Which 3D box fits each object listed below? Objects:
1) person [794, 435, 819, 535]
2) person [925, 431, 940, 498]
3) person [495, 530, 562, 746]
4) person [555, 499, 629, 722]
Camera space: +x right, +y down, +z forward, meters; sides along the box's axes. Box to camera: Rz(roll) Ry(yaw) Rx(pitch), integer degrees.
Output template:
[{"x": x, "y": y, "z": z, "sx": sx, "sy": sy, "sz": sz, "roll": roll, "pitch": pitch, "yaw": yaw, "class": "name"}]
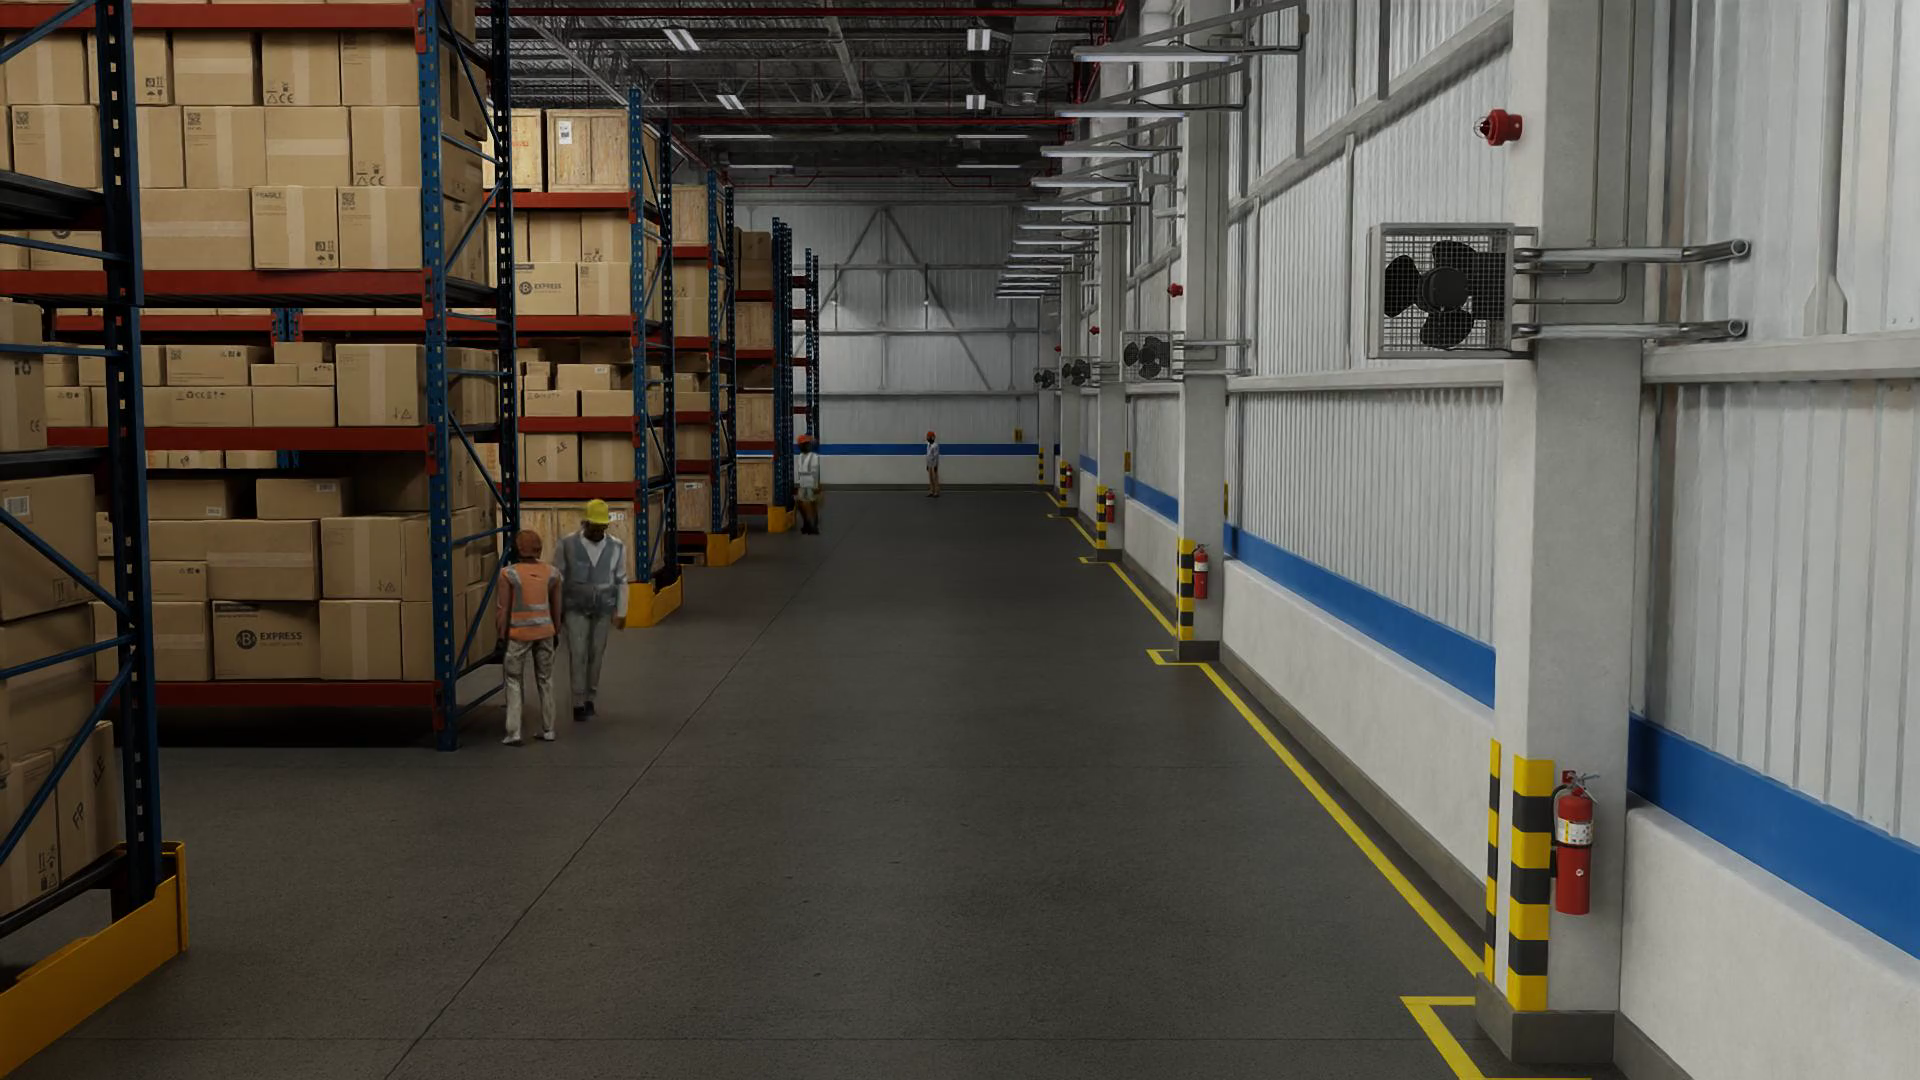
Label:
[{"x": -2.882, "y": -1.037, "z": 31.534, "sx": 0.617, "sy": 1.912, "sz": 0.475, "roll": 4, "pitch": 6, "yaw": 39, "class": "person"}, {"x": -0.742, "y": -1.970, "z": 43.433, "sx": 0.361, "sy": 1.742, "sz": 0.563, "roll": -2, "pitch": 6, "yaw": -27, "class": "person"}, {"x": -3.243, "y": 0.738, "z": 12.556, "sx": 0.525, "sy": 1.635, "sz": 0.313, "roll": -4, "pitch": 6, "yaw": -40, "class": "person"}, {"x": -2.972, "y": 0.573, "z": 13.483, "sx": 0.603, "sy": 1.792, "sz": 0.800, "roll": -2, "pitch": 5, "yaw": -24, "class": "person"}]
